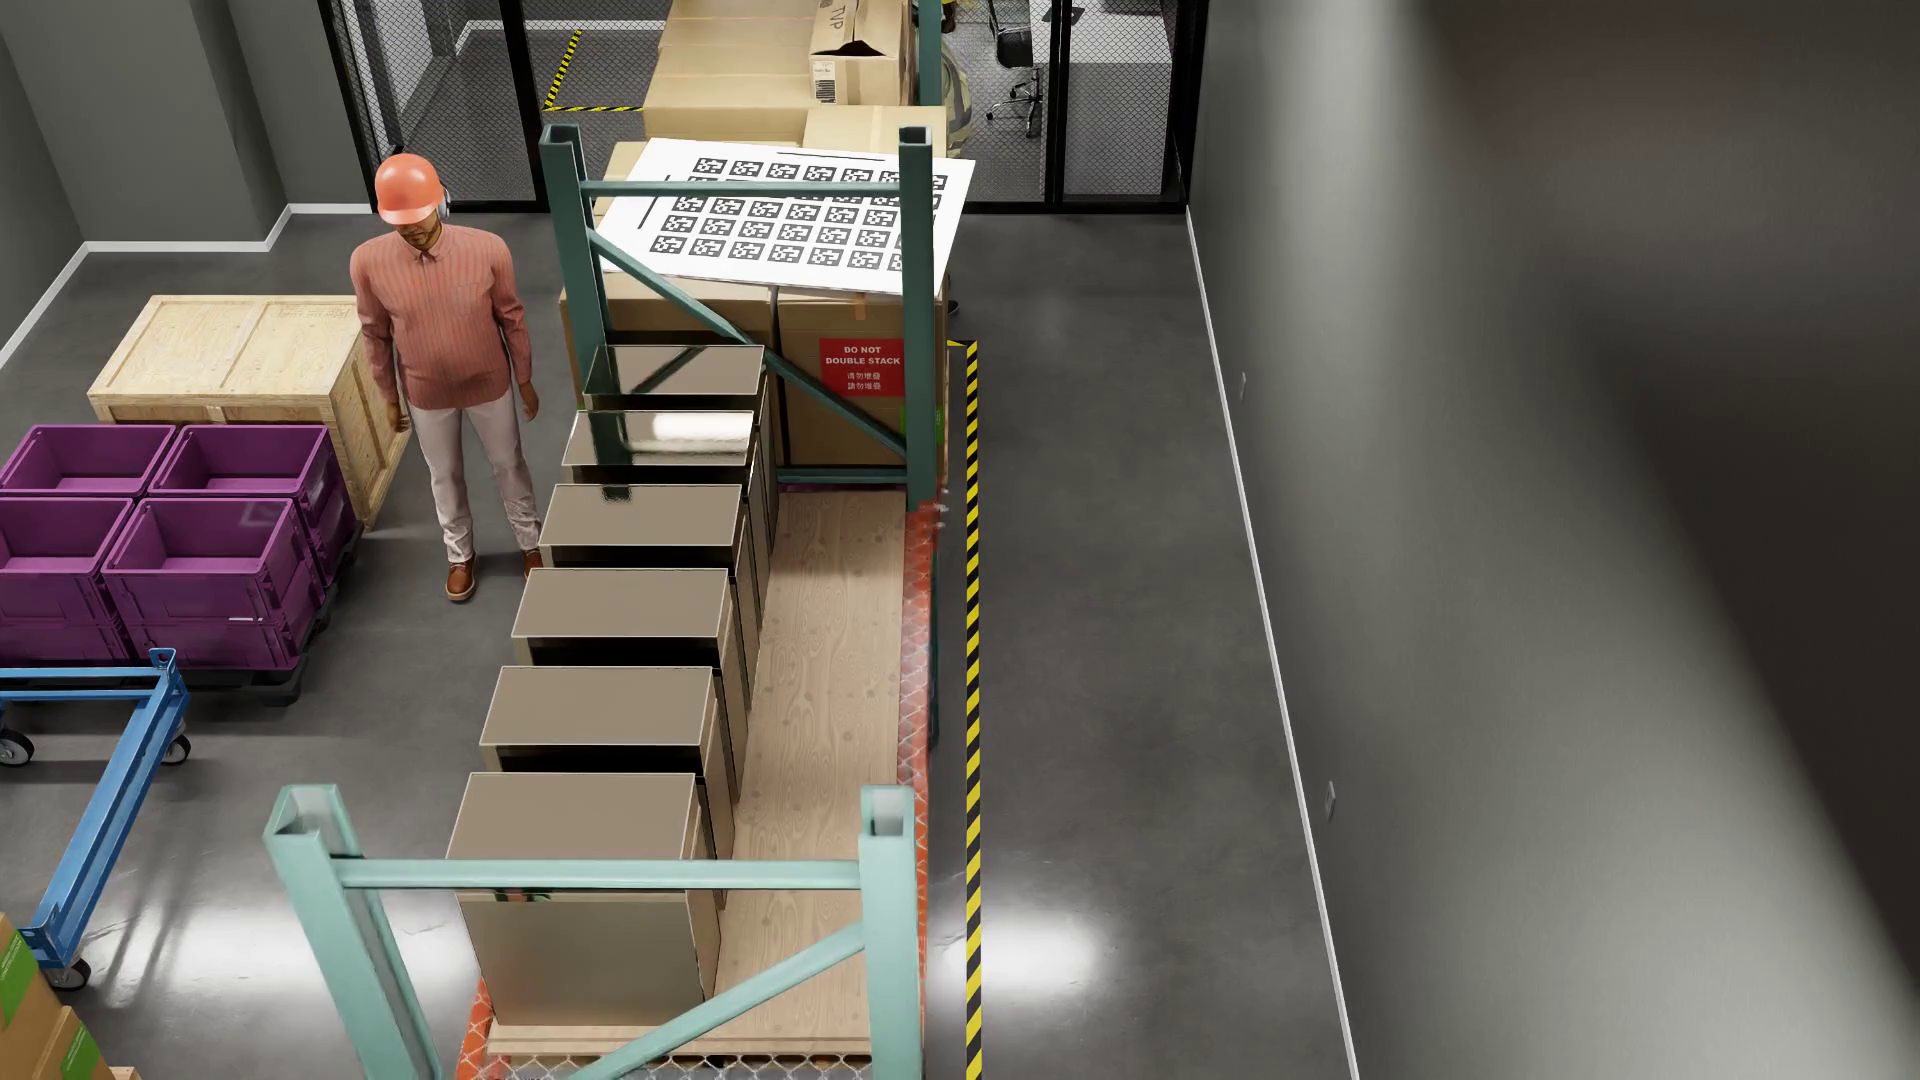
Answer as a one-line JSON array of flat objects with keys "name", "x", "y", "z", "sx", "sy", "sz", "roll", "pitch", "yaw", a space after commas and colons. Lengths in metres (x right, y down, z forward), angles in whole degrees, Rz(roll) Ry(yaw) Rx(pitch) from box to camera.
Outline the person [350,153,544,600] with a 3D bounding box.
[{"name": "person", "x": -1.981, "y": -0.615, "z": 6.547, "sx": 0.620, "sy": 1.994, "sz": 0.381, "roll": -9, "pitch": 42, "yaw": -11}]

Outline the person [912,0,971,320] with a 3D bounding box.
[{"name": "person", "x": -0.146, "y": -1.949, "z": 8.205, "sx": 0.403, "sy": 1.827, "sz": 0.590, "roll": -8, "pitch": 42, "yaw": -9}]
